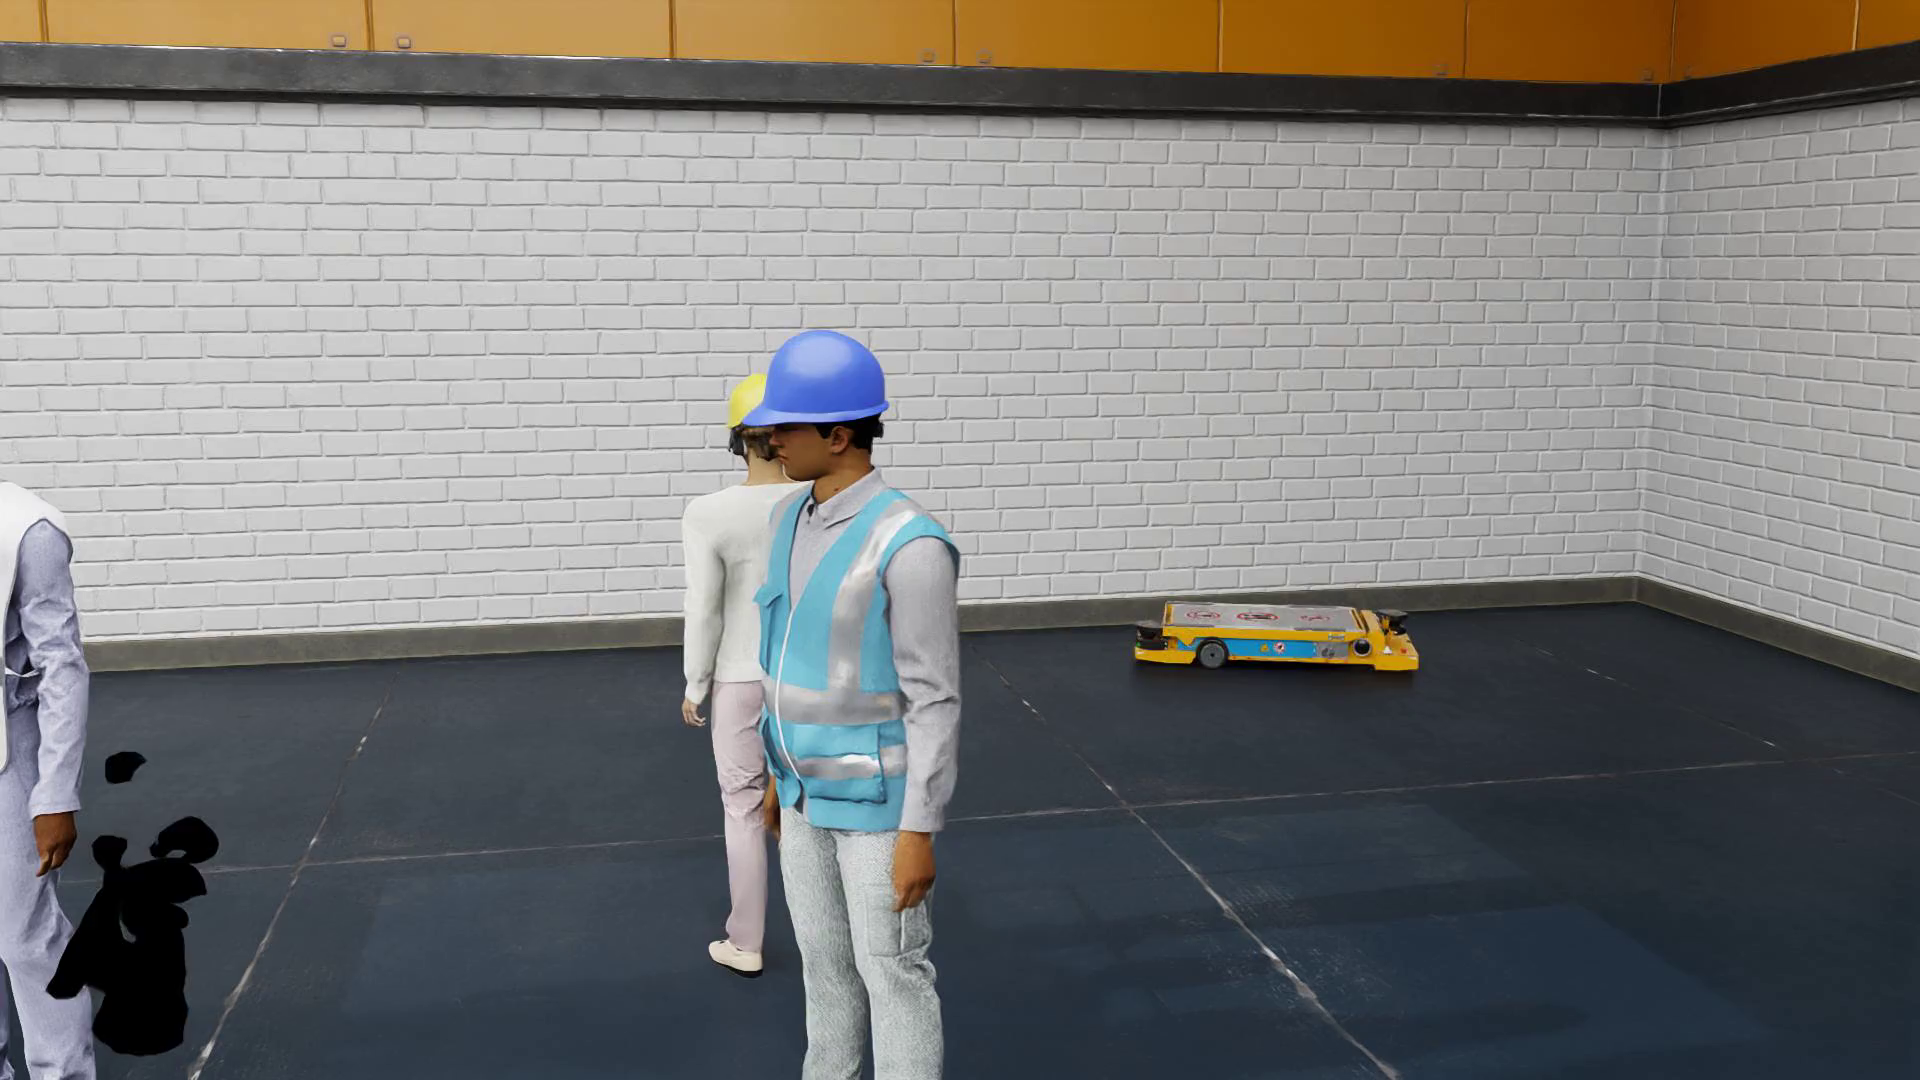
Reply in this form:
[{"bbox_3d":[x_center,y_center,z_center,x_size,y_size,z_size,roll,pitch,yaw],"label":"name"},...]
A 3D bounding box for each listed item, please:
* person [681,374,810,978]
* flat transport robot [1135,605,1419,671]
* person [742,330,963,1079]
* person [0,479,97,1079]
[{"bbox_3d":[-0.566,0.397,4.900,0.535,1.766,0.318,-5,10,-27],"label":"person"},{"bbox_3d":[1.657,0.500,8.812,1.431,0.197,0.652,1,9,8],"label":"flat transport robot"},{"bbox_3d":[-0.239,0.531,3.536,0.402,1.944,0.605,-7,12,-37],"label":"person"},{"bbox_3d":[-2.183,0.520,3.684,0.596,1.915,0.374,3,10,19],"label":"person"}]
